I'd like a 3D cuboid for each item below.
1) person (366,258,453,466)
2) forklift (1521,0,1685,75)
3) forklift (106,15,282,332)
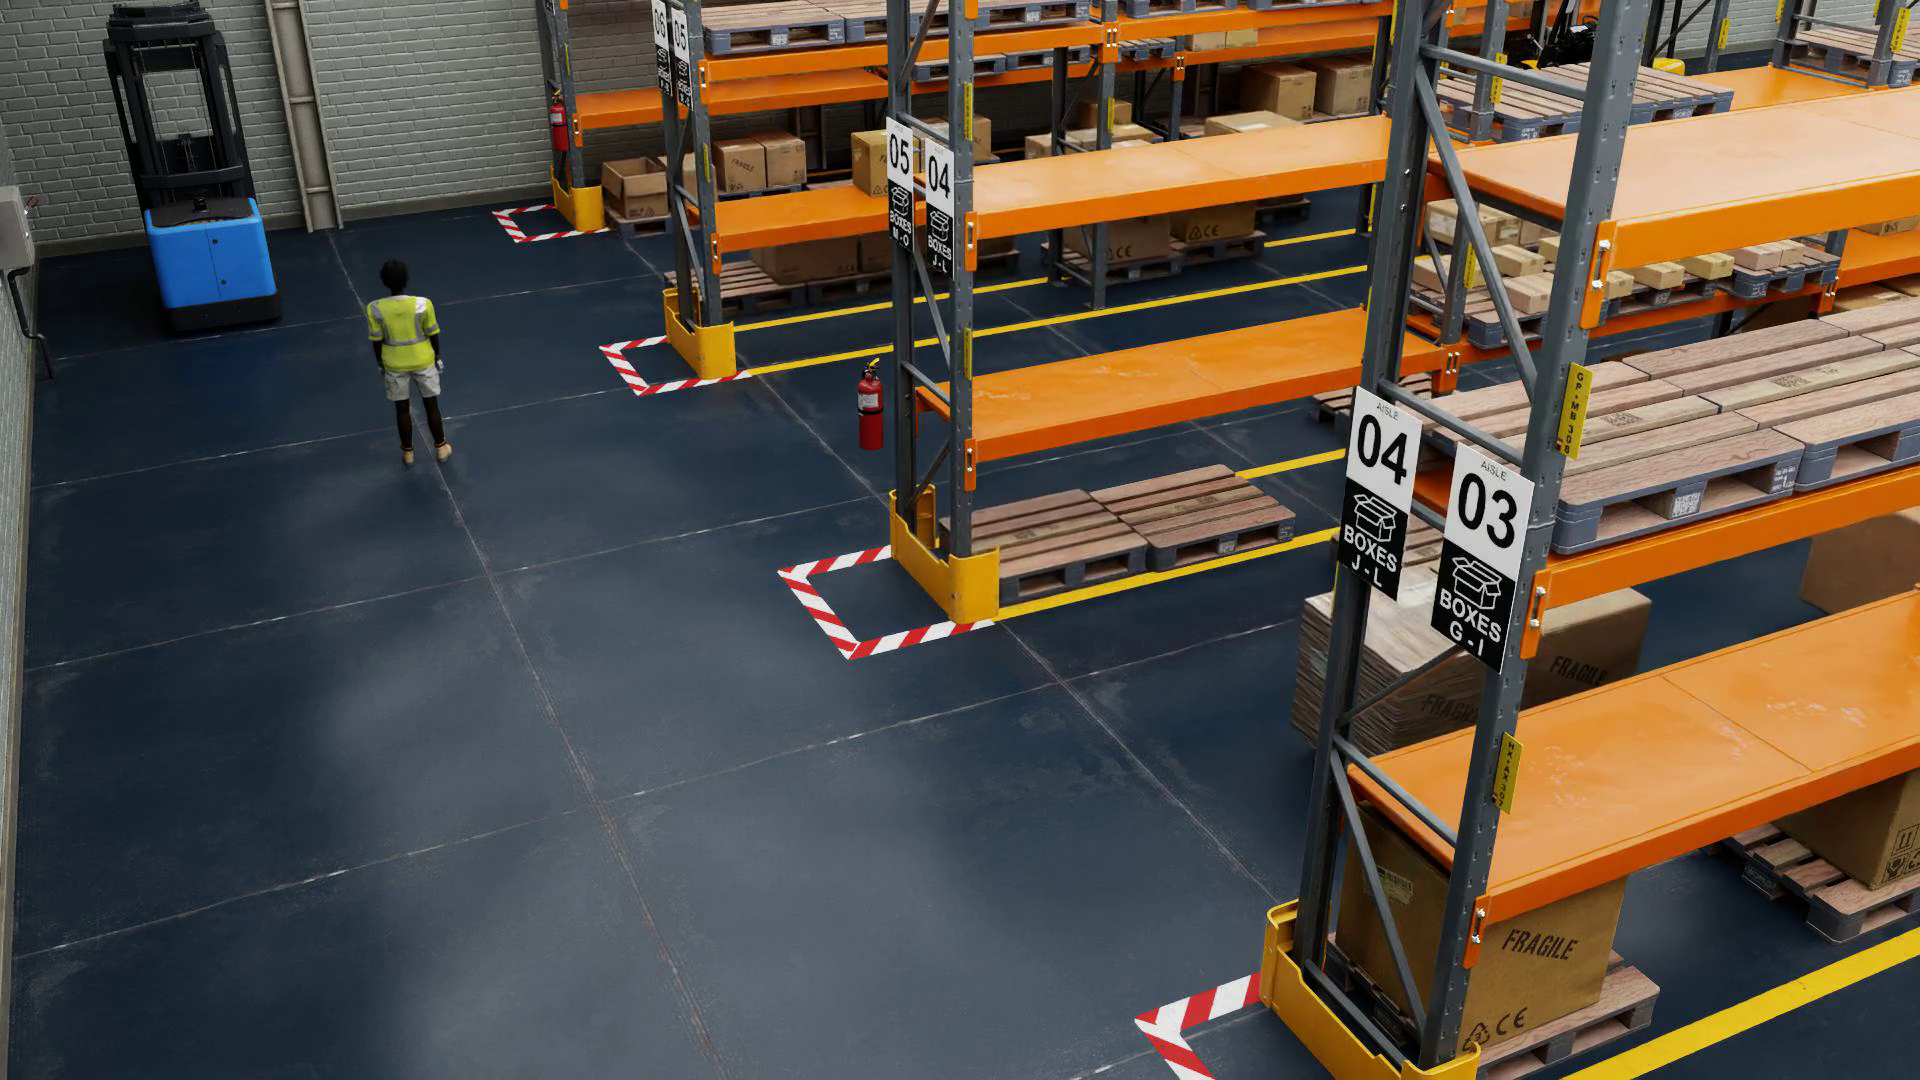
[{"bbox_3d":[-4.386,-1.410,13.247,0.539,1.698,0.317,-7,28,-13],"label":"person"},{"bbox_3d":[8.950,-6.807,23.056,1.214,2.155,2.313,-12,30,-22],"label":"forklift"},{"bbox_3d":[-7.548,-3.672,16.323,1.129,2.768,1.873,-12,30,-22],"label":"forklift"}]
